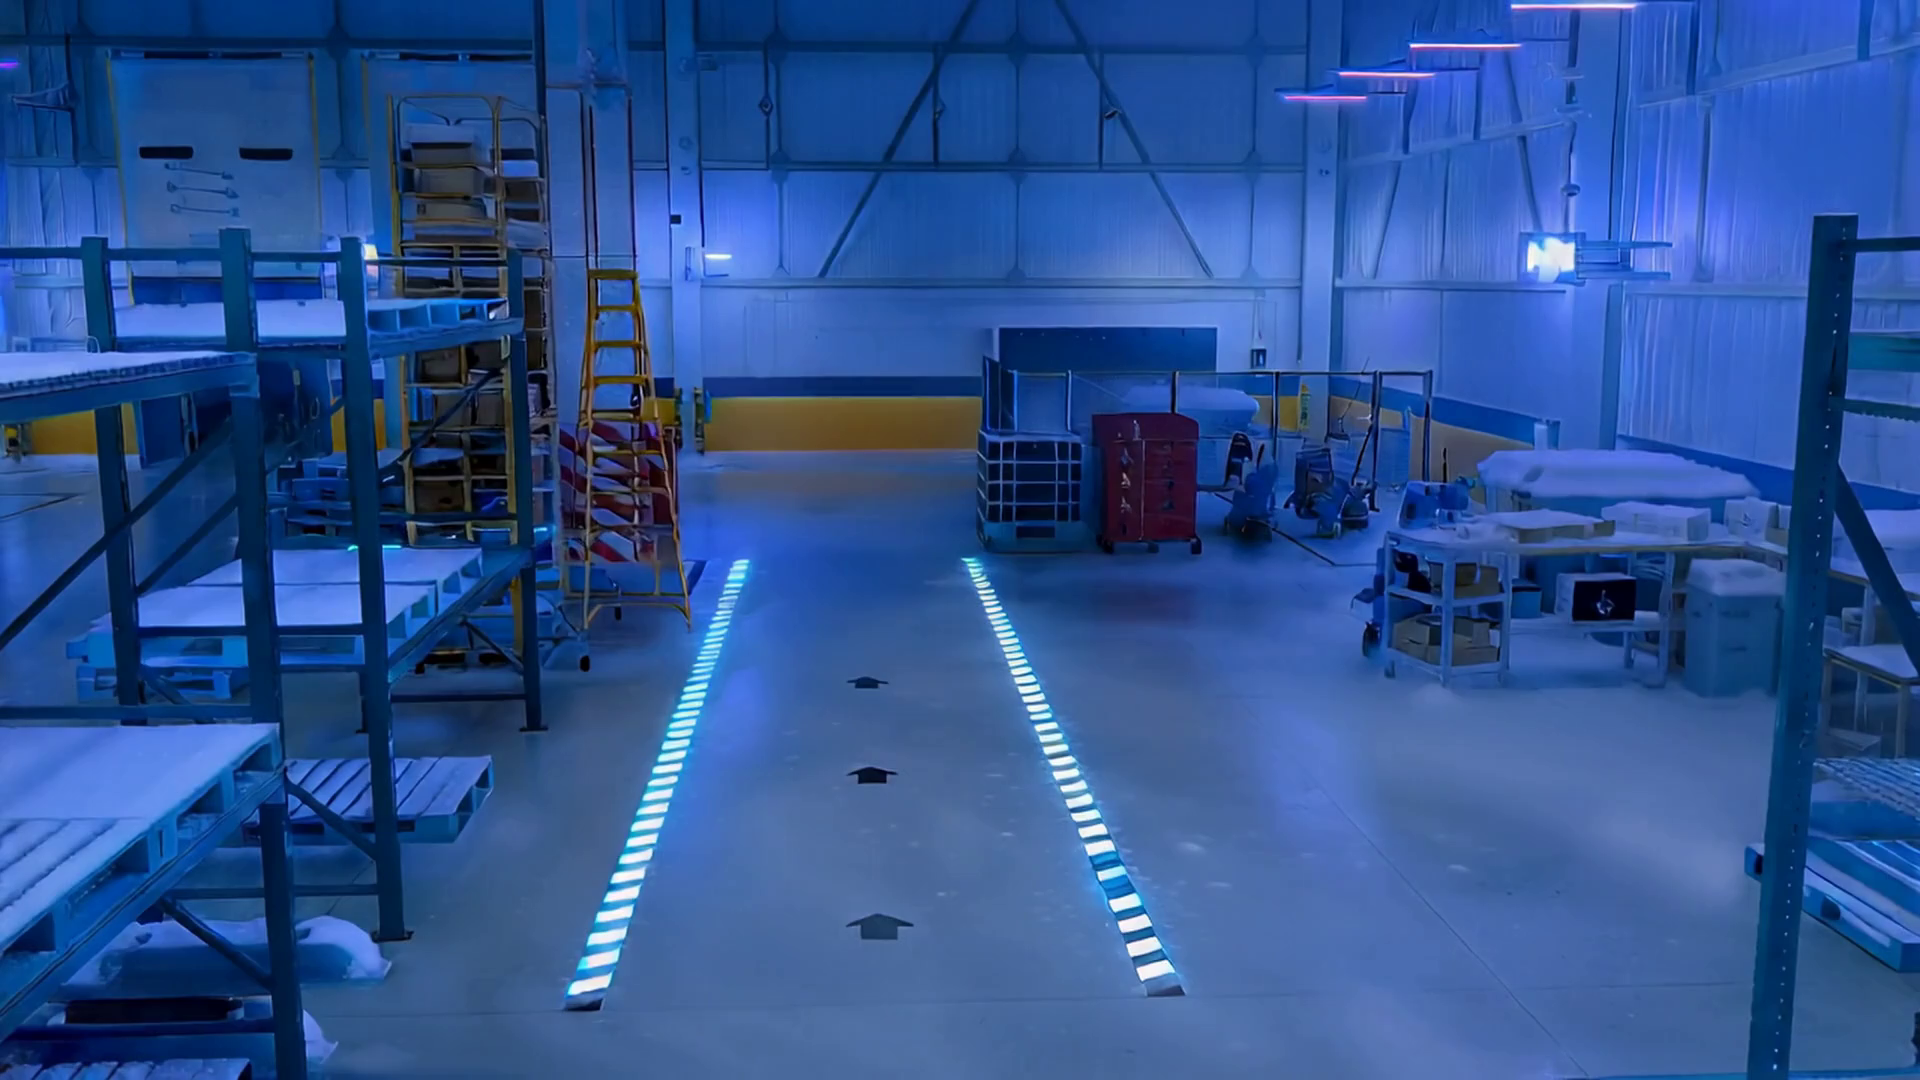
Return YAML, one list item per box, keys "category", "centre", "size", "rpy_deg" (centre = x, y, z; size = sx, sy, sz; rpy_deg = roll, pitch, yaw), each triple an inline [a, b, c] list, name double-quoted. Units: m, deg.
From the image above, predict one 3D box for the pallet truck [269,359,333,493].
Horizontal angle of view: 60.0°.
- category: "pallet truck"
  centre: [-7.062, -1.131, 18.996]
  size: [1.885, 1.965, 0.823]
  rpy_deg: [2, 9, 13]
